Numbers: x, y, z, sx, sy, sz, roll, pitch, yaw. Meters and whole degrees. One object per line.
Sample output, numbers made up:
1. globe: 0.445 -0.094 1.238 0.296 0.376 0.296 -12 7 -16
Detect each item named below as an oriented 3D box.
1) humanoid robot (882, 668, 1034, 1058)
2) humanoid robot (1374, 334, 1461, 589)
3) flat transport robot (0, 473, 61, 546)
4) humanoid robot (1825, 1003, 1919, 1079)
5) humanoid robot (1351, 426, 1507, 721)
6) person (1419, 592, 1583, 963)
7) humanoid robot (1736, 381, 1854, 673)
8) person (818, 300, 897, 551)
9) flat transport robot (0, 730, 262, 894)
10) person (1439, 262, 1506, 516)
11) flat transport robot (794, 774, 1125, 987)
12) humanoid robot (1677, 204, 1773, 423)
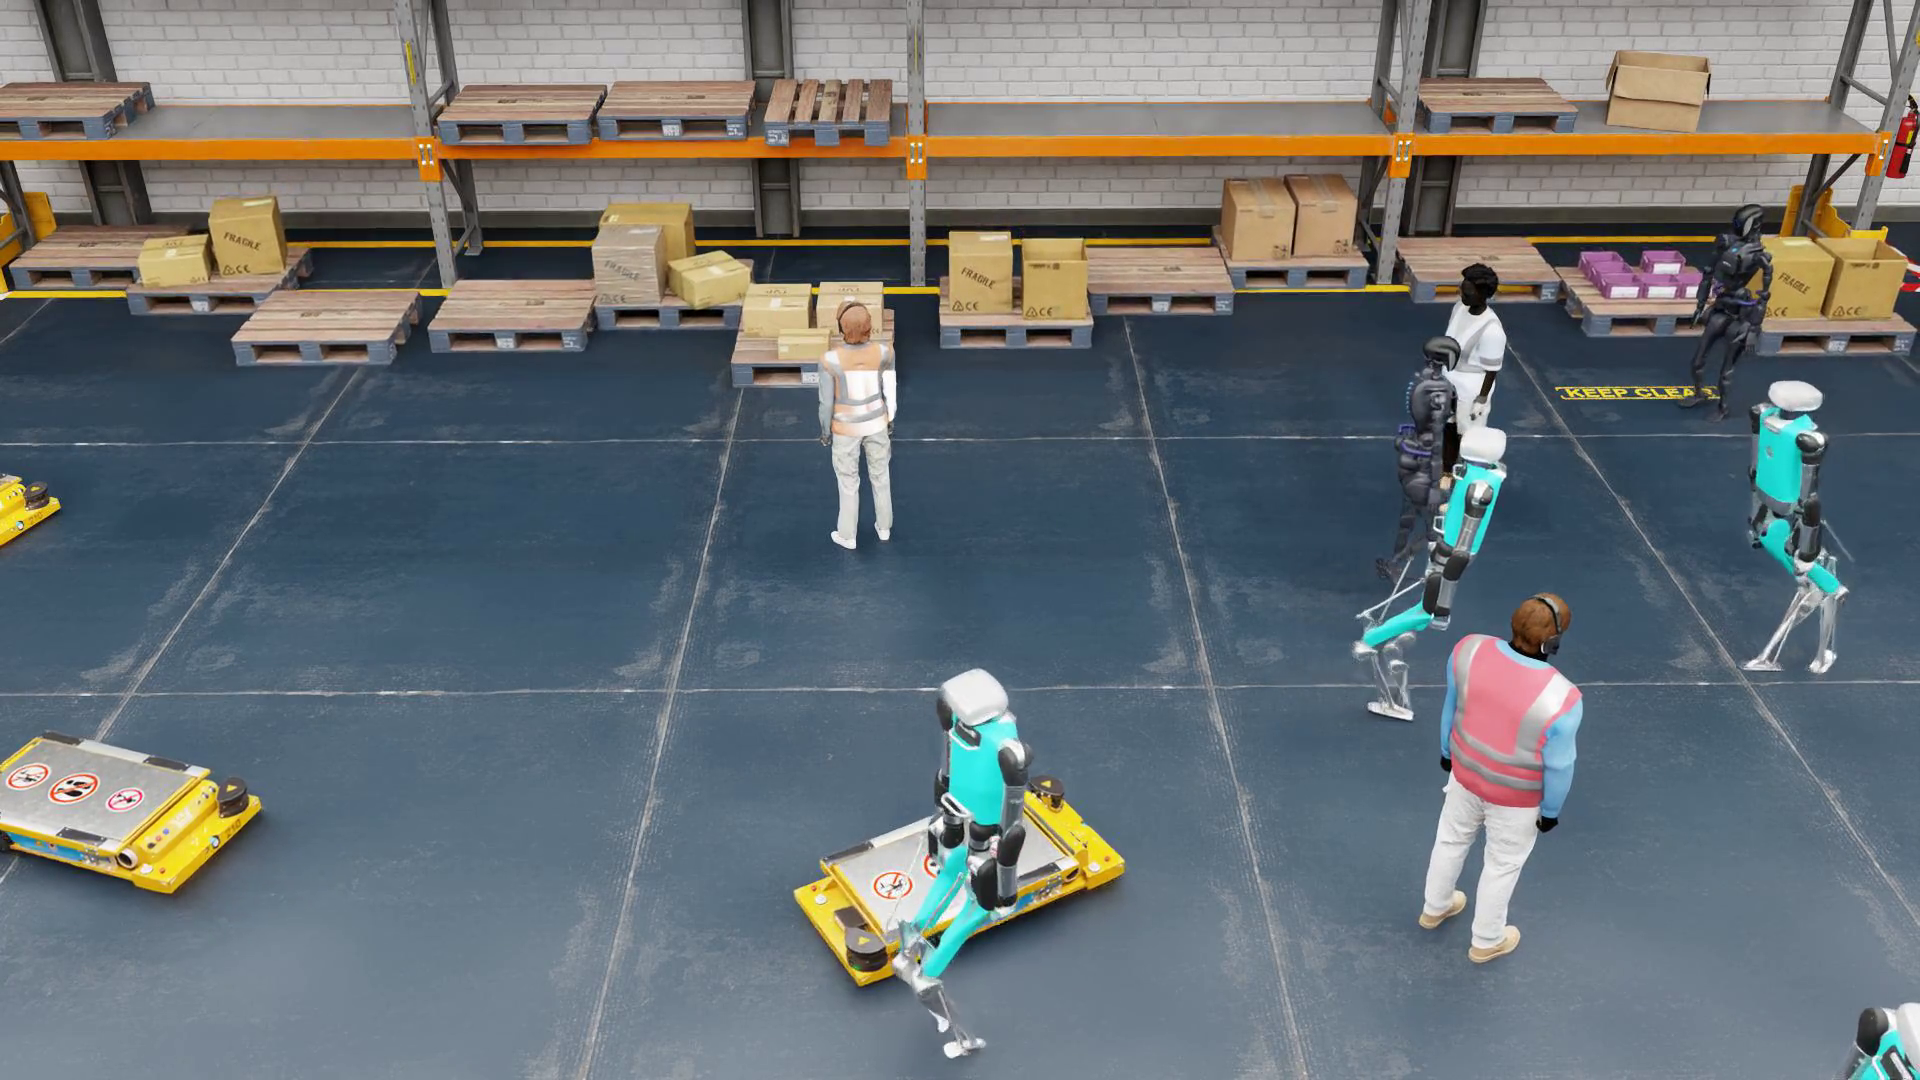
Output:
1. humanoid robot: -0.074 1.368 6.707 0.666 1.780 0.549 -20 36 -29
2. humanoid robot: 2.700 -0.464 9.819 0.375 1.650 0.602 3 31 4
3. flat transport robot: -6.674 -0.233 10.798 1.431 0.231 0.659 10 32 16
4. humanoid robot: 2.618 2.180 5.359 0.821 1.753 0.550 -1 31 -2
5. humanoid robot: 2.342 0.248 8.665 0.740 1.869 0.537 9 32 14
6. person: 2.346 1.022 7.199 0.431 1.836 0.628 -23 38 -33
7. humanoid robot: 4.683 -0.031 9.085 0.915 1.803 0.572 -3 31 -5
8. person: -0.621 -0.693 10.231 0.514 1.640 0.307 -14 34 -21
9. flat transport robot: -4.271 1.322 8.210 1.431 0.231 0.659 10 32 16
10. person: 3.218 -0.965 10.629 0.317 1.695 0.539 -7 32 -12
11. flat transport robot: 0.004 1.568 7.801 1.431 0.231 0.659 -17 35 -26
12. humanoid robot: 5.436 -1.591 11.702 0.418 1.642 0.586 -15 34 -23
